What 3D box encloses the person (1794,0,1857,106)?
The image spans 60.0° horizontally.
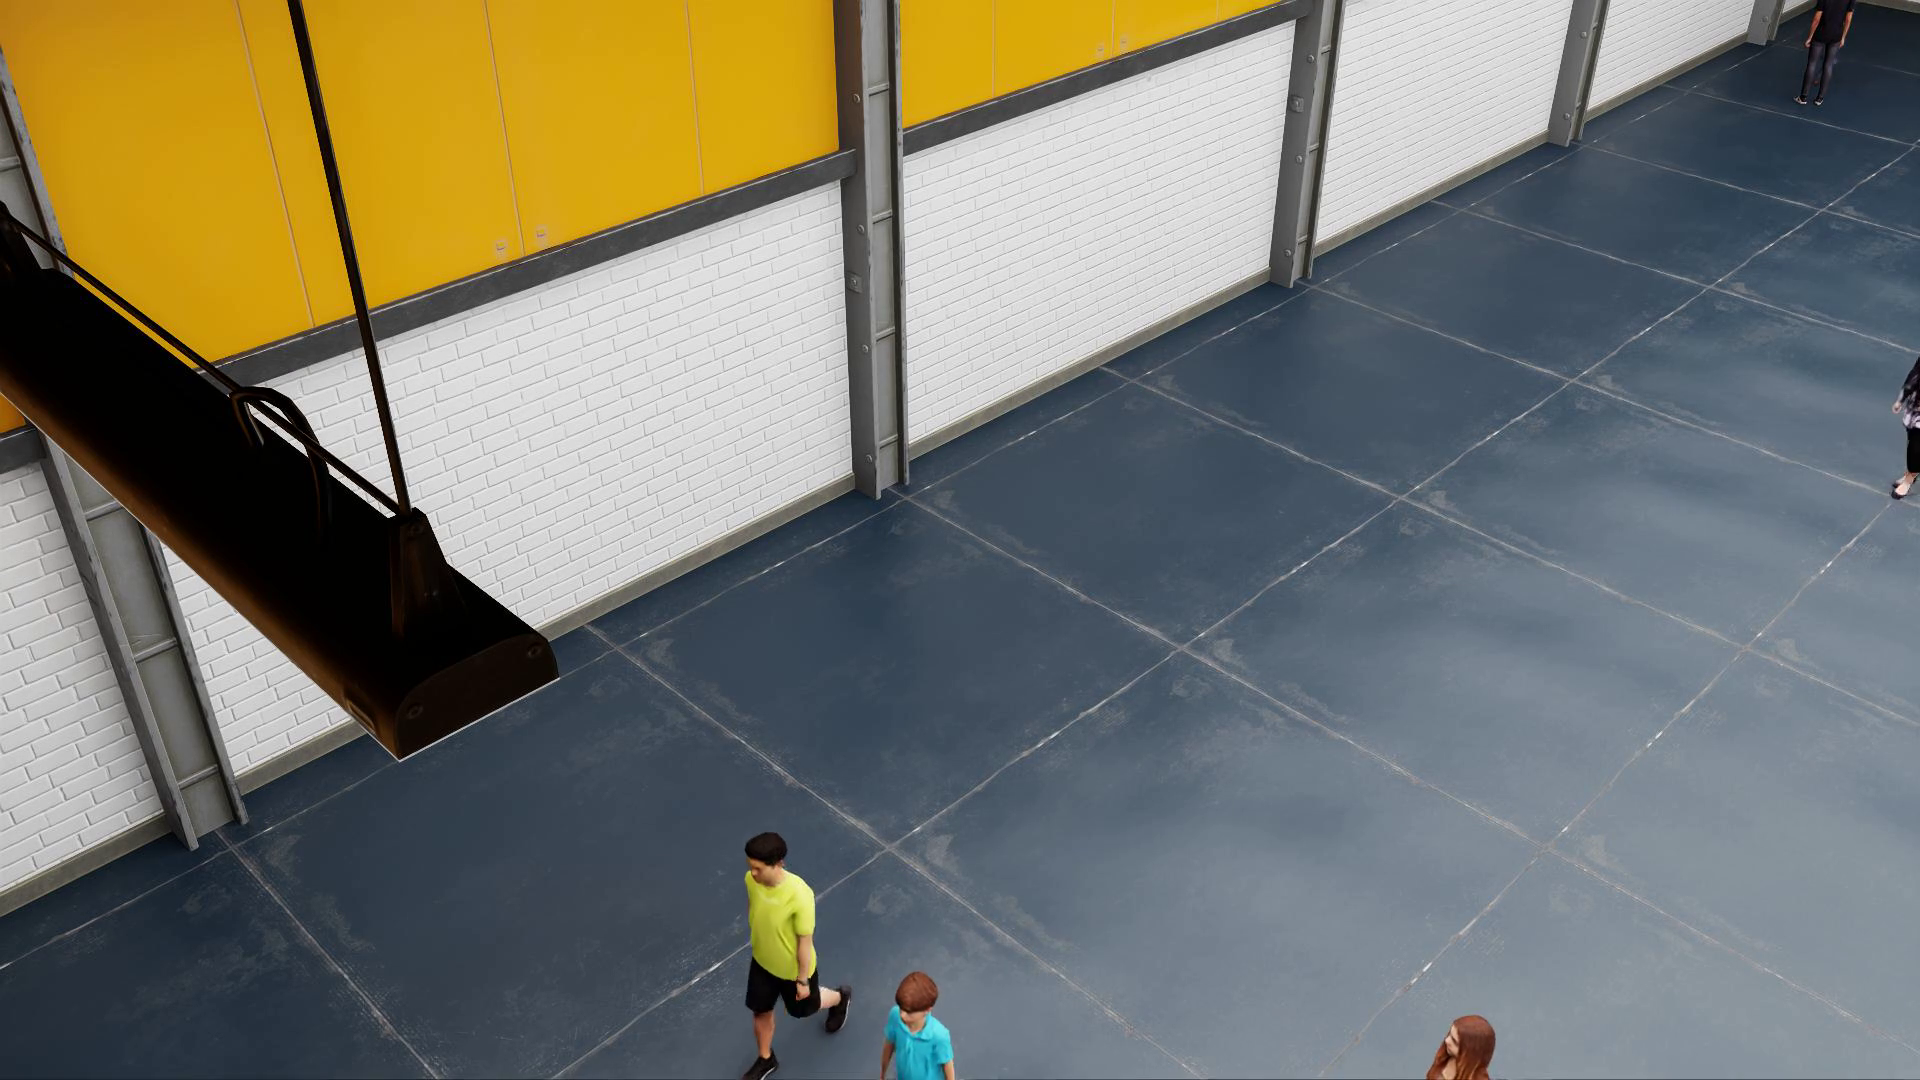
[{"bbox_3d":[11.588,-6.744,22.211,0.708,1.832,0.712,7,34,11],"label":"person"}]

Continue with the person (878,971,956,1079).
[{"bbox_3d":[-0.143,2.673,8.408,0.590,1.429,0.785,23,40,31],"label":"person"}]

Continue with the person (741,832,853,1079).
[{"bbox_3d":[-0.890,2.182,8.917,0.773,1.683,1.080,19,38,26],"label":"person"}]

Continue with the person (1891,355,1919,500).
[{"bbox_3d":[8.200,-1.128,13.954,0.775,1.619,0.730,-15,37,-22],"label":"person"}]

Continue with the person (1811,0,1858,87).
[{"bbox_3d":[12.103,-7.123,22.822,0.841,1.786,0.788,-4,34,-6],"label":"person"}]
